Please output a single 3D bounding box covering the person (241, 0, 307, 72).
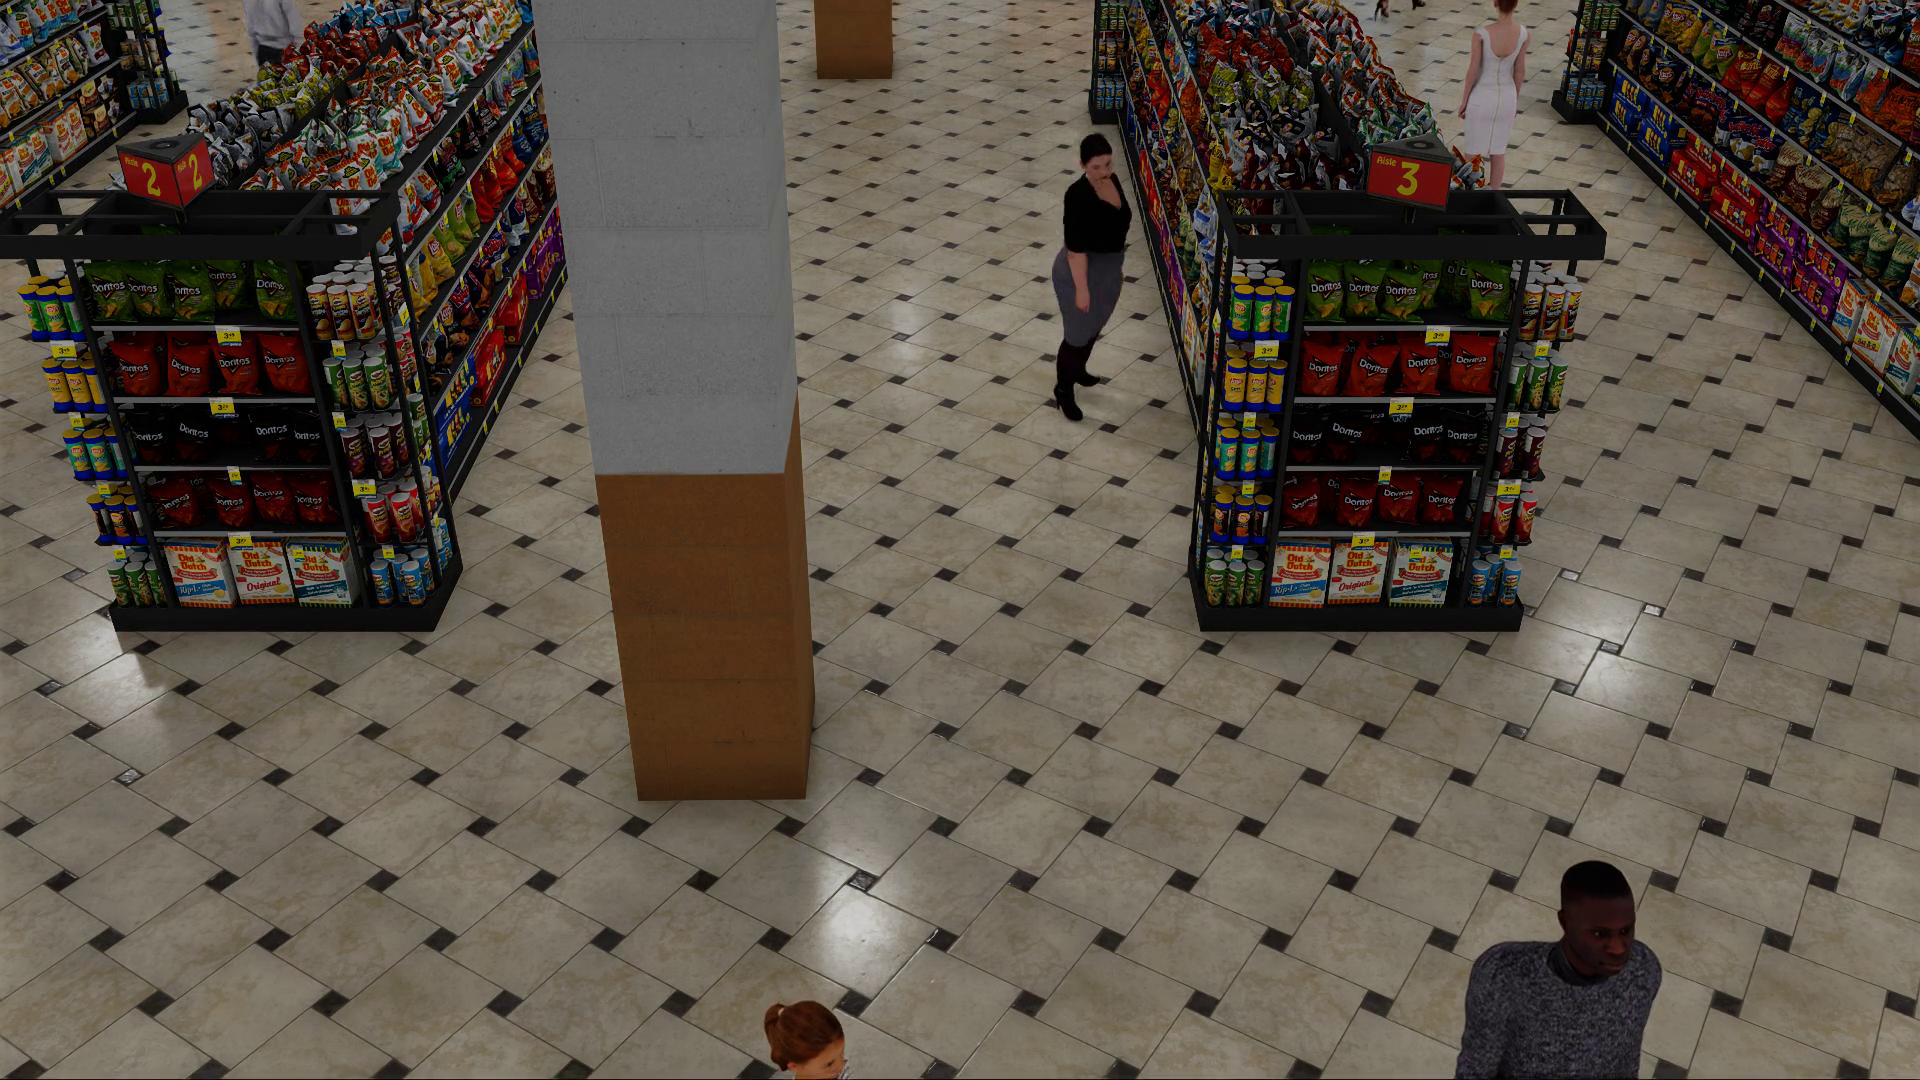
[{"bbox_3d":[-5.225,-3.642,12.765,0.848,1.809,1.028,11,33,17],"label":"person"}]

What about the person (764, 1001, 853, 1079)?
[{"bbox_3d":[-0.401,1.750,4.566,0.629,1.315,0.559,19,37,28],"label":"person"}]

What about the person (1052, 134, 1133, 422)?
[{"bbox_3d":[0.683,-1.484,9.382,0.984,1.719,0.849,8,33,12],"label":"person"}]

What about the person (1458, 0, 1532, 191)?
[{"bbox_3d":[3.795,-3.094,11.892,0.577,1.801,0.483,2,32,3],"label":"person"}]

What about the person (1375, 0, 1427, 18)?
[{"bbox_3d":[4.565,-6.168,16.947,1.000,1.679,1.062,-19,37,-28],"label":"person"}]

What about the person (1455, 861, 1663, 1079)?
[{"bbox_3d":[1.499,1.553,4.388,0.726,1.838,0.617,-6,32,-10],"label":"person"}]
